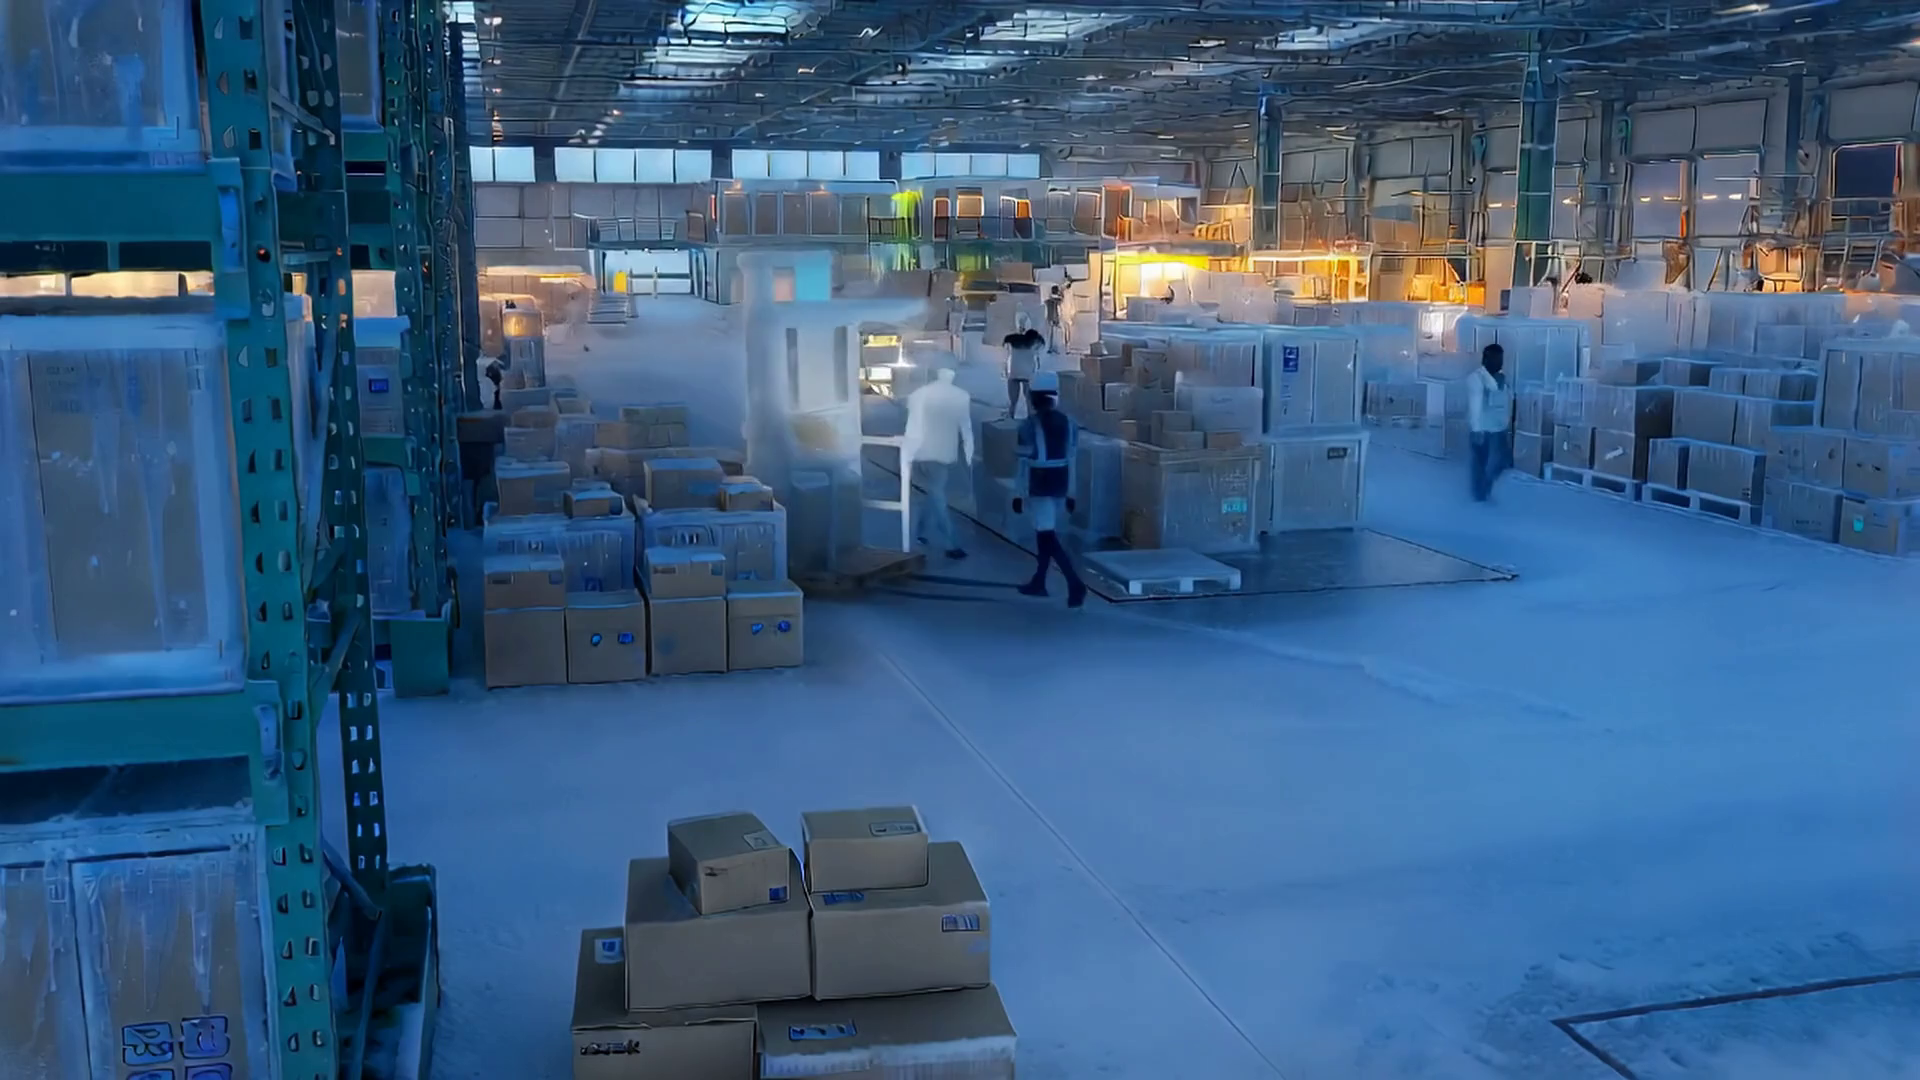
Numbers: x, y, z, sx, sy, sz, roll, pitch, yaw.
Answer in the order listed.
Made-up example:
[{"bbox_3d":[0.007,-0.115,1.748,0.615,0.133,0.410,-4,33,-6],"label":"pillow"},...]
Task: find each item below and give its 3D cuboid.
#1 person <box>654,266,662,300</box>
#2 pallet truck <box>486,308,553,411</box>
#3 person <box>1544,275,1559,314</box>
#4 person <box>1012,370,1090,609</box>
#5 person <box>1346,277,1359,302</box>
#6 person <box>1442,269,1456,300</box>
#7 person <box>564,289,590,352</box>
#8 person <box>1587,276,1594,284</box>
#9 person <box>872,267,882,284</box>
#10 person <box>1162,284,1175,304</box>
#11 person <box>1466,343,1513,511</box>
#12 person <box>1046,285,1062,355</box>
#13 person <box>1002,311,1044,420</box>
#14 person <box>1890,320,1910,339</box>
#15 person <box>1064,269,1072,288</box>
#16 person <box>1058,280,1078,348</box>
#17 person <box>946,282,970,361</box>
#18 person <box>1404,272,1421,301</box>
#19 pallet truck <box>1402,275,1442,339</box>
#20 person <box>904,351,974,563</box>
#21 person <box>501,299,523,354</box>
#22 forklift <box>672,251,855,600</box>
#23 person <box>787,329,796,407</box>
[{"bbox_3d":[-16.323,-13.864,89.718,0.453,1.803,0.550,6,12,32],"label":"person"},{"bbox_3d":[-6.242,-2.418,24.362,0.823,1.965,1.885,1,10,3],"label":"pallet truck"},{"bbox_3d":[17.742,-7.040,50.415,0.709,2.000,0.957,-7,12,-34],"label":"person"},{"bbox_3d":[0.755,-0.399,13.276,0.553,1.903,0.919,-8,13,-37],"label":"person"},{"bbox_3d":[17.291,-10.916,73.033,0.929,1.796,0.647,-10,14,-44],"label":"person"},{"bbox_3d":[20.951,-10.664,71.254,0.618,1.928,0.601,0,10,1],"label":"person"},{"bbox_3d":[-10.475,-5.937,45.051,0.909,1.724,0.532,2,10,11],"label":"person"},{"bbox_3d":[22.336,-8.439,58.979,0.999,1.802,0.551,4,11,23],"label":"person"},{"bbox_3d":[-3.643,-10.643,71.003,0.598,1.972,0.632,-7,12,-36],"label":"person"},{"bbox_3d":[5.538,-5.734,43.463,0.584,1.882,0.337,6,12,31],"label":"person"},{"bbox_3d":[5.740,-1.219,18.049,0.638,1.825,0.452,-7,12,-35],"label":"person"},{"bbox_3d":[2.486,-5.827,44.092,0.321,1.854,0.513,-9,13,-41],"label":"person"},{"bbox_3d":[0.900,-2.338,24.088,0.627,1.936,0.370,4,11,22],"label":"person"},{"bbox_3d":[12.524,-2.013,22.346,0.631,1.911,0.947,-1,10,-5],"label":"person"},{"bbox_3d":[4.386,-10.296,69.208,0.598,1.916,0.378,-1,10,-4],"label":"person"},{"bbox_3d":[3.062,-6.408,47.181,0.584,1.914,0.511,1,10,7],"label":"person"},{"bbox_3d":[-0.061,-5.482,41.799,0.613,1.964,0.361,2,10,10],"label":"person"},{"bbox_3d":[18.378,-9.973,67.594,0.625,1.840,0.430,5,11,24],"label":"person"},{"bbox_3d":[14.620,-7.324,52.145,0.823,1.965,1.885,8,13,40],"label":"pallet truck"},{"bbox_3d":[-0.187,-0.774,15.296,0.635,1.928,1.044,-6,12,-32],"label":"person"},{"bbox_3d":[-10.465,-4.802,38.876,0.521,1.639,0.314,-6,12,-30],"label":"person"},{"bbox_3d":[-1.449,-1.034,14.028,1.873,2.768,1.129,6,12,29],"label":"forklift"},{"bbox_3d":[-3.204,-3.217,29.798,0.539,1.680,0.583,-4,11,-22],"label":"person"}]
